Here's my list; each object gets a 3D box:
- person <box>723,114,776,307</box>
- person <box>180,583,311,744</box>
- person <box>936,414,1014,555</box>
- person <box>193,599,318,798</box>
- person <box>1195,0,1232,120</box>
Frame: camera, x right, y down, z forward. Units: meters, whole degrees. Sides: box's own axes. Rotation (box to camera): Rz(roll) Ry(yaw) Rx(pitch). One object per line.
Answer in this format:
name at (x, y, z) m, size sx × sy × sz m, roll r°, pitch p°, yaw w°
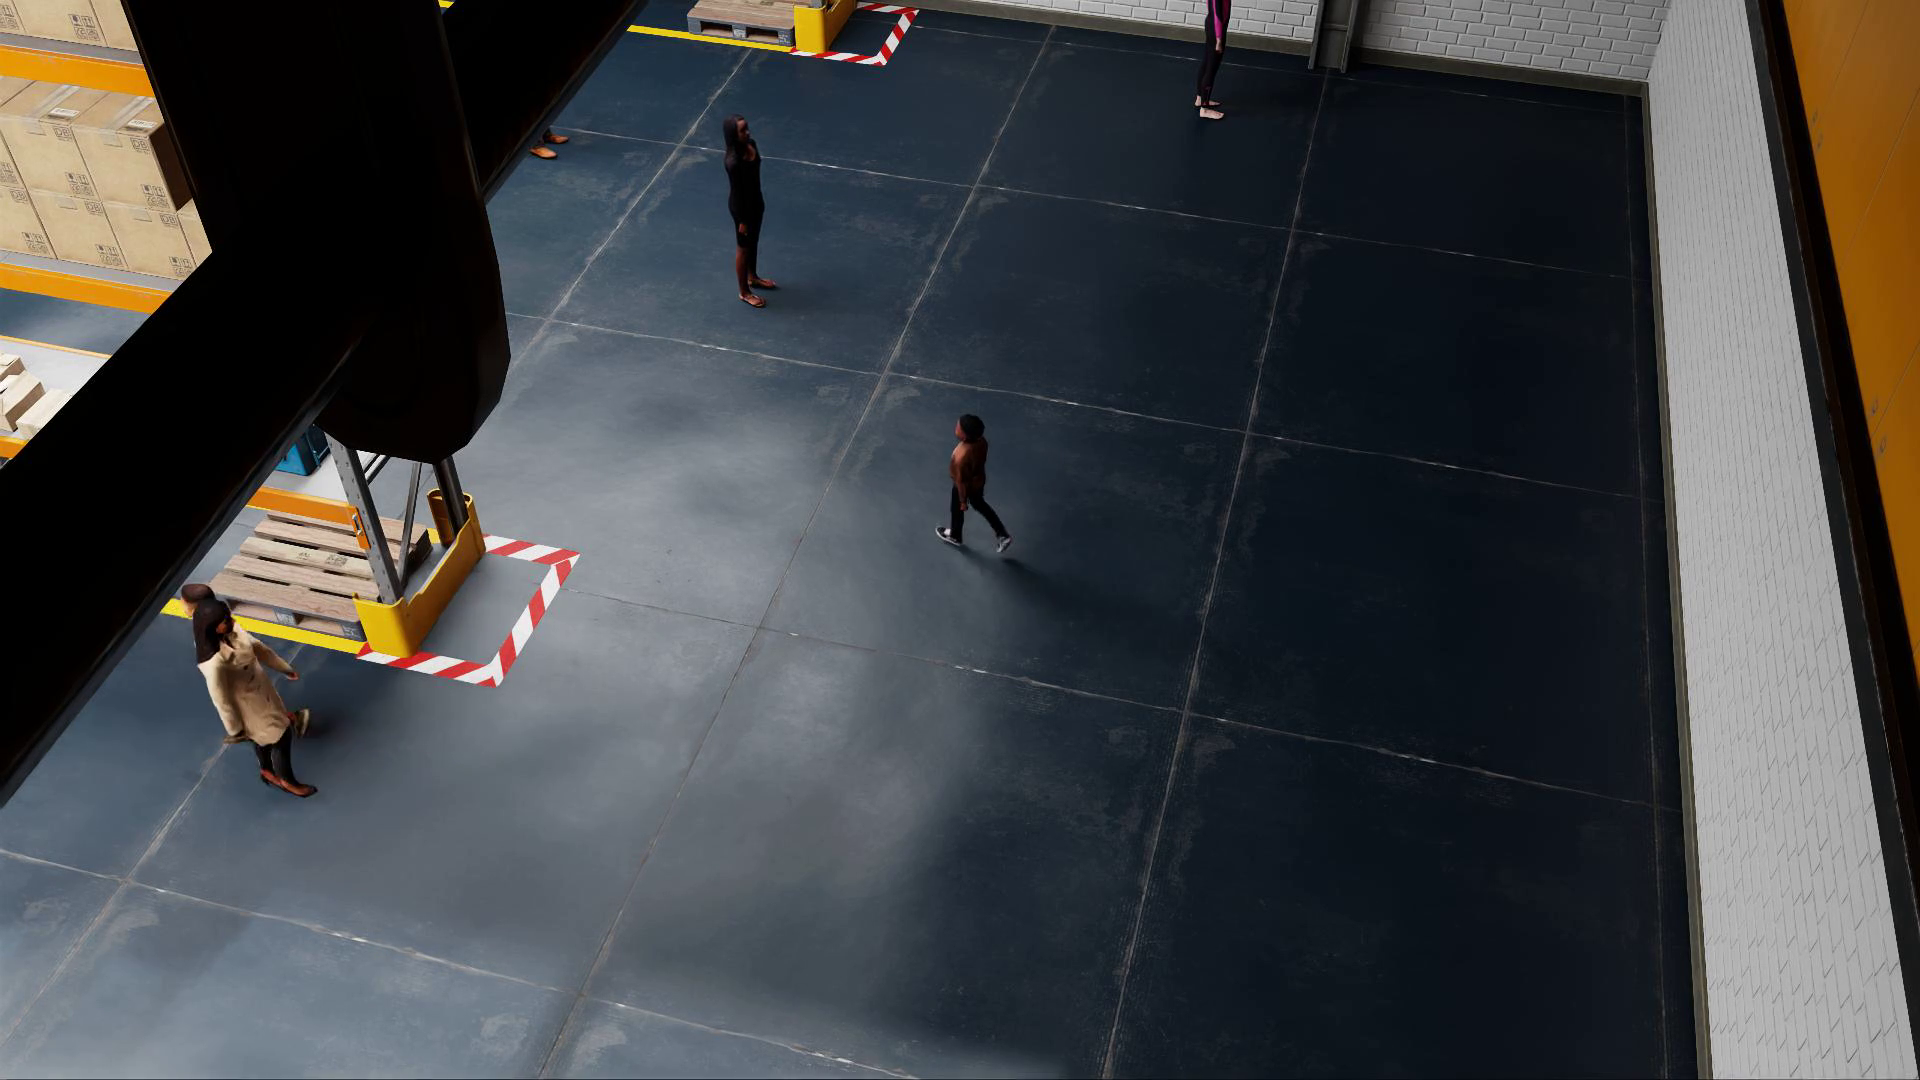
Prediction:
person at (-1.788, -2.788, 13.954) m, size 0.483 × 1.721 × 0.607 m, roll 11°, pitch 45°, yaw 11°
person at (-4.545, 0.775, 10.416) m, size 0.948 × 1.442 × 0.771 m, roll -5°, pitch 44°, yaw -5°
person at (0.122, -0.385, 11.779) m, size 0.905 × 1.242 × 0.690 m, roll 24°, pitch 48°, yaw 23°
person at (-4.389, 0.965, 10.054) m, size 0.795 × 1.666 × 0.765 m, roll -2°, pitch 44°, yaw -2°
person at (2.493, -4.989, 16.241) m, size 0.648 × 1.752 × 0.620 m, roll -1°, pitch 44°, yaw -1°
